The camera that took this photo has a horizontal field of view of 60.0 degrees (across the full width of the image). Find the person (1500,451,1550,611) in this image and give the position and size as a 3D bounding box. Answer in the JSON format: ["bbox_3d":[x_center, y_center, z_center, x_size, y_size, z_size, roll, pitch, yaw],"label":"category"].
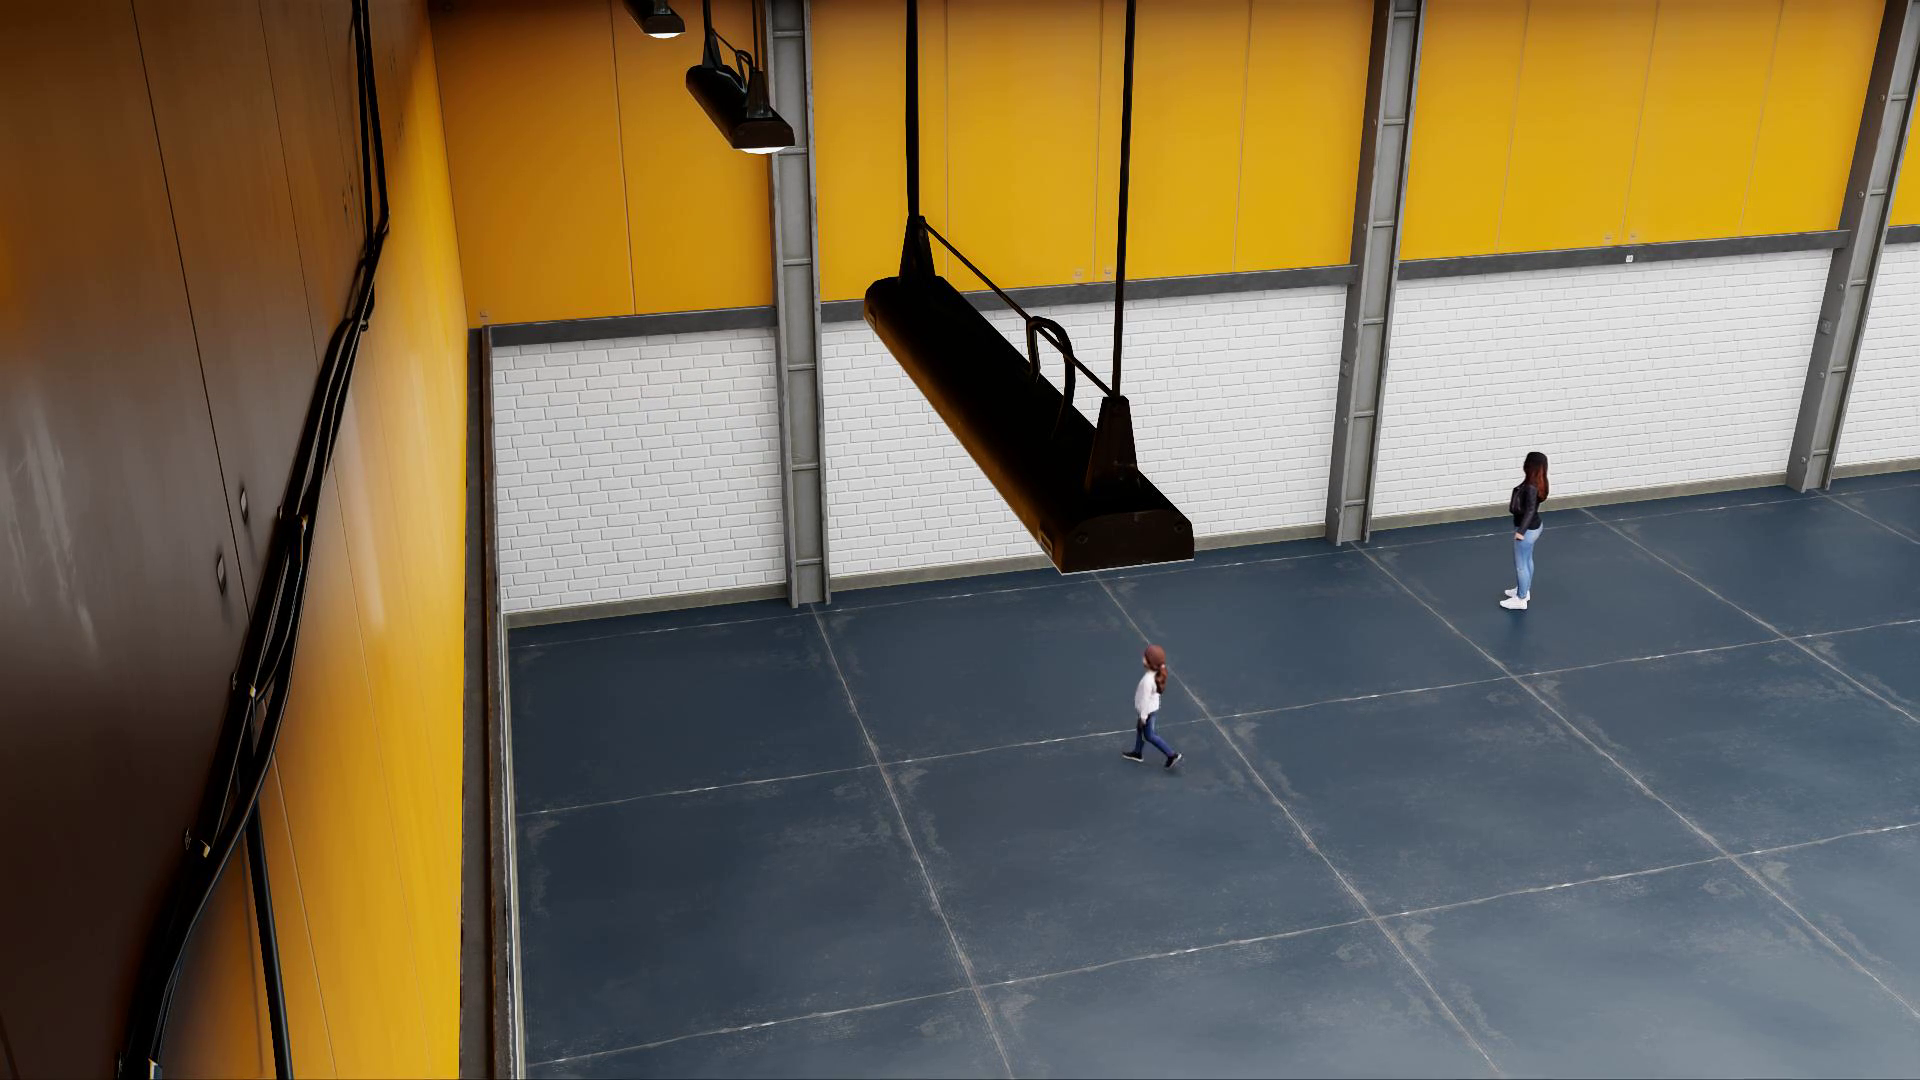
[{"bbox_3d":[5.619,-0.113,16.501,0.781,1.634,0.727,12,26,26],"label":"person"}]

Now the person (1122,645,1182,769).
[{"bbox_3d":[1.608,1.387,13.740,0.795,1.097,0.689,9,25,20],"label":"person"}]
